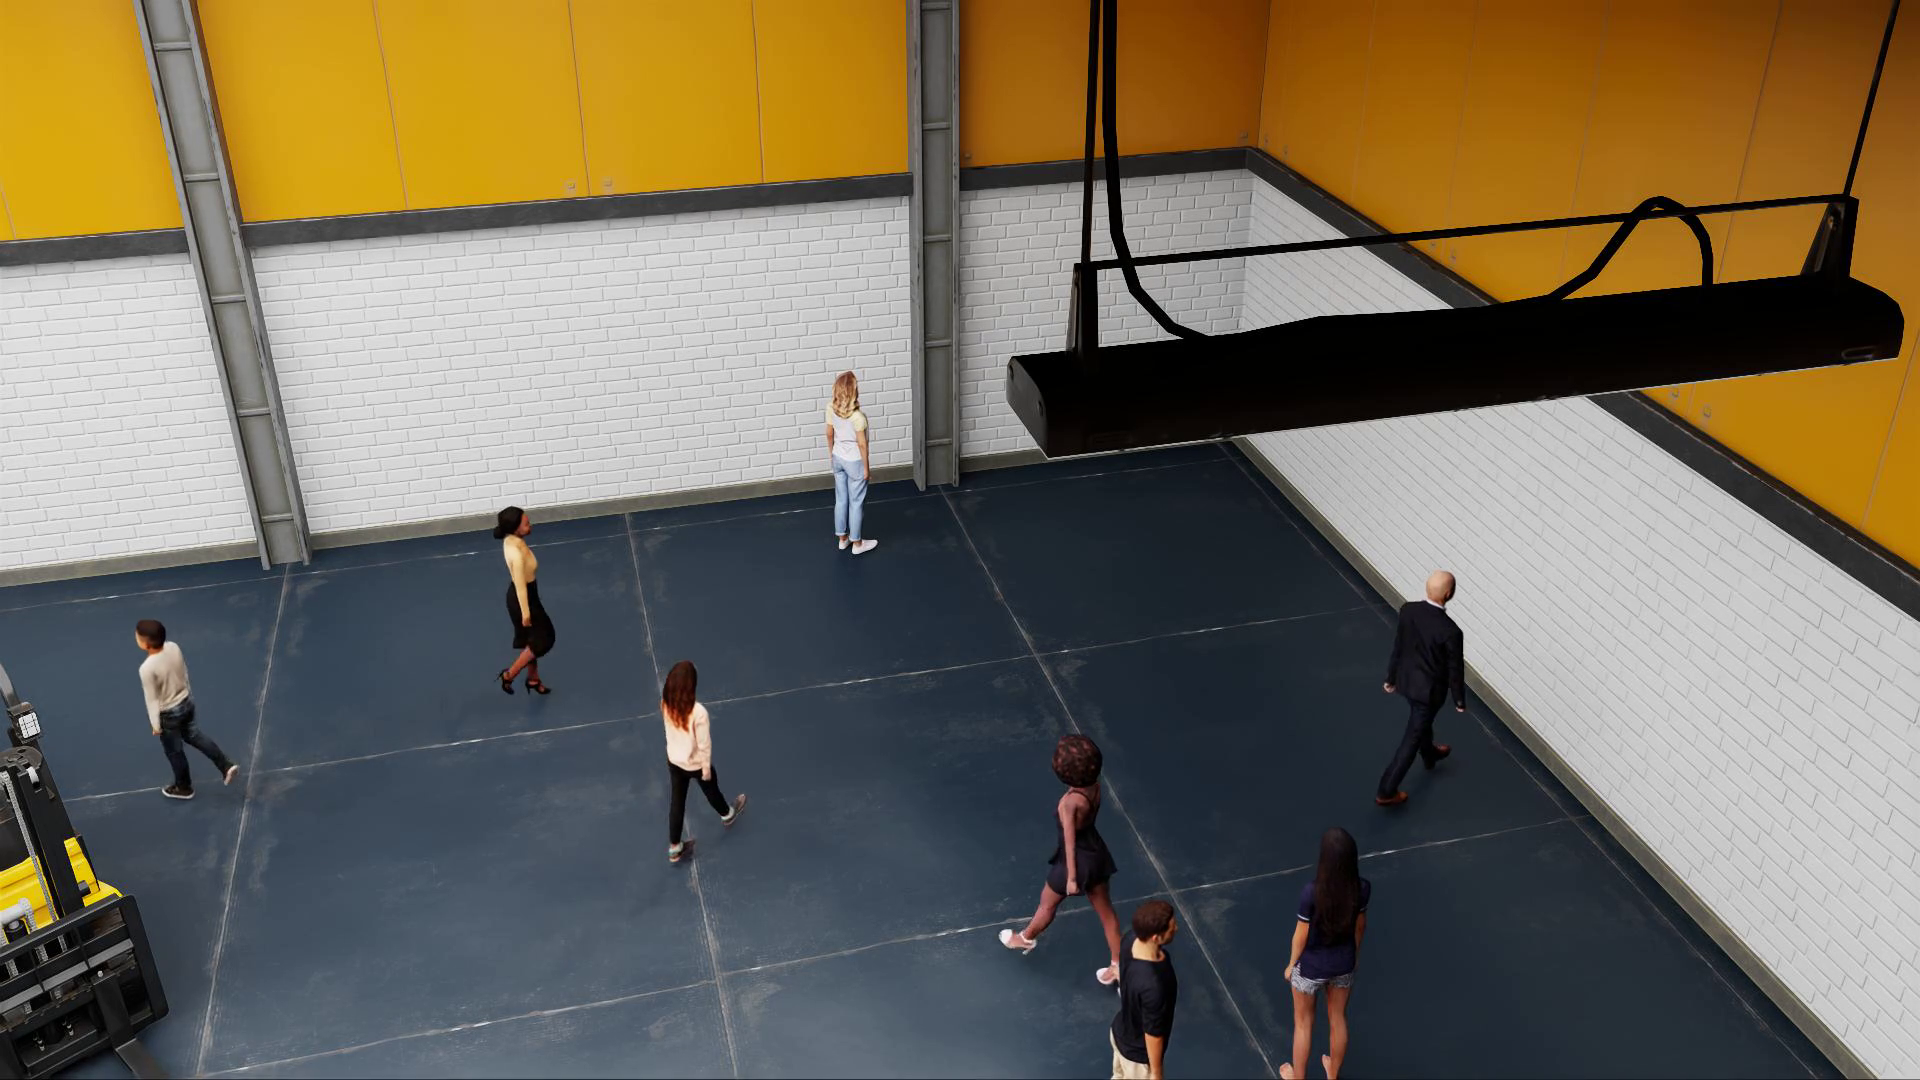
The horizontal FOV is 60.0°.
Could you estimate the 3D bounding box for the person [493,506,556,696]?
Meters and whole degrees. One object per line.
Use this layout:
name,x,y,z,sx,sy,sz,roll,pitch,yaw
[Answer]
person,-3.371,0.509,12.587,0.736,1.643,0.610,-11,30,-19

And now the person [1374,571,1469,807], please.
person,3.145,1.059,11.462,1.250,1.754,0.941,-18,33,-29

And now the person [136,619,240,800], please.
person,-5.396,1.186,11.543,0.896,1.453,0.770,7,29,12

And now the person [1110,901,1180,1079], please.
person,0.909,2.581,8.570,0.544,1.851,0.640,-5,29,-10

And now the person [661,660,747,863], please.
person,-1.837,1.487,11.001,0.939,1.444,1.017,17,33,28

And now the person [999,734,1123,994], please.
person,0.793,1.961,9.818,1.066,1.744,1.063,18,34,30

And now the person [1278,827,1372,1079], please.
person,2.000,2.327,9.125,0.476,1.765,0.651,-5,29,-9

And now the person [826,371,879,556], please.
person,-0.976,-0.683,14.688,0.711,1.723,0.741,21,35,33
